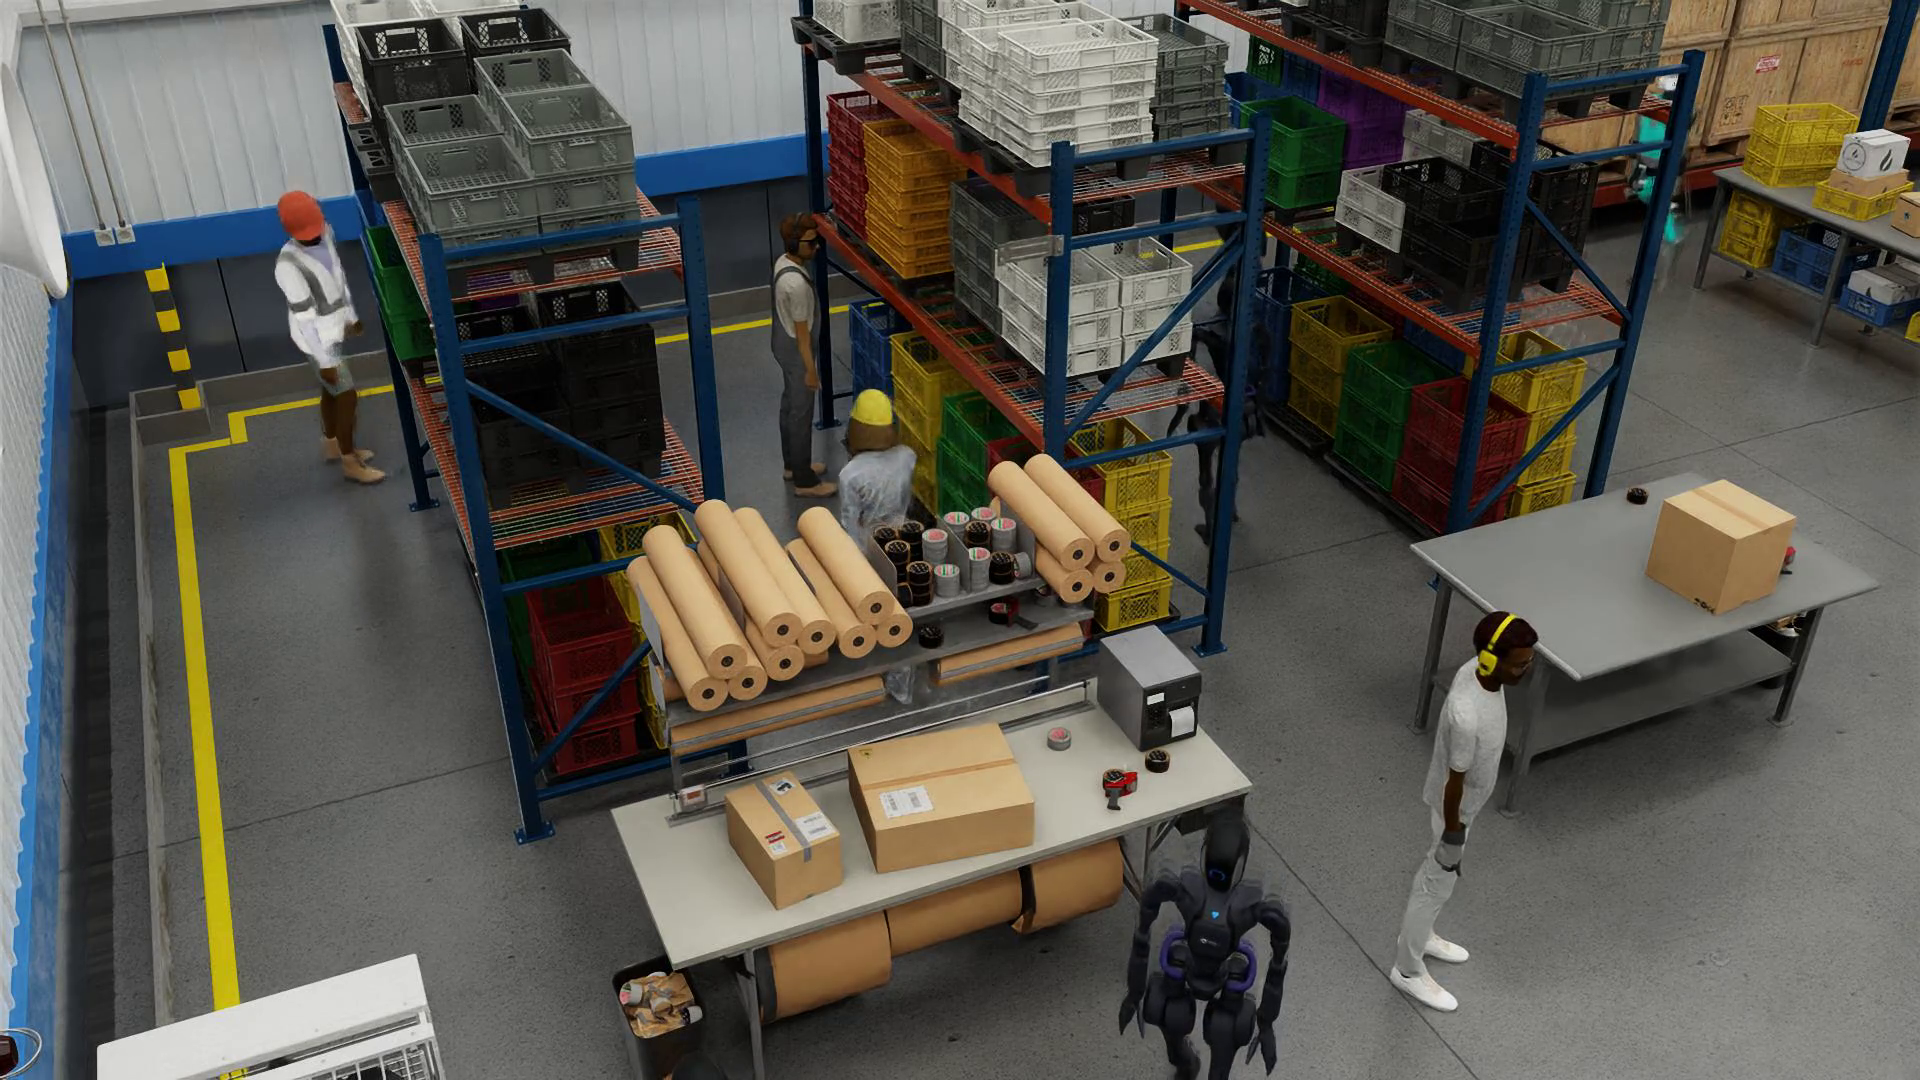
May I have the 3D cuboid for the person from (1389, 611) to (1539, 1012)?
[{"bbox_3d":[2.024,1.072,6.707,0.311,1.864,0.526,13,34,21],"label":"person"}]

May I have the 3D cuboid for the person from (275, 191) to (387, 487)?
[{"bbox_3d":[-3.985,-1.270,10.390,0.450,1.992,0.657,-2,32,-3],"label":"person"}]

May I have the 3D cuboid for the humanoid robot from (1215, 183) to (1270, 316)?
[{"bbox_3d":[2.132,-2.429,12.574,0.310,1.653,0.609,-15,35,-23],"label":"humanoid robot"}]

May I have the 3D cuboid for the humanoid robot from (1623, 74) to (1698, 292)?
[{"bbox_3d":[5.598,-2.772,13.154,0.723,1.880,0.533,-15,35,-23],"label":"humanoid robot"}]

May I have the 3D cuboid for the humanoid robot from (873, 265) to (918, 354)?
[{"bbox_3d":[-0.404,-2.094,11.958,0.728,1.769,0.536,6,32,9],"label":"humanoid robot"}]

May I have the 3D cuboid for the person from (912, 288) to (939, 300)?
[{"bbox_3d":[-0.464,-2.577,12.770,0.737,1.720,0.644,-10,33,-16],"label":"person"}]

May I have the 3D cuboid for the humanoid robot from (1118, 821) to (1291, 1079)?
[{"bbox_3d":[0.875,1.647,6.002,0.592,1.623,0.791,8,33,13],"label":"humanoid robot"}]

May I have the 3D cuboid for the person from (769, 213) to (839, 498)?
[{"bbox_3d":[-0.989,-1.138,10.318,0.348,1.841,0.504,-9,33,-14],"label":"person"}]

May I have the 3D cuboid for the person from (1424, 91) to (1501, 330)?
[{"bbox_3d":[3.773,-2.361,12.270,0.612,1.873,0.756,-27,41,-37],"label":"person"}]

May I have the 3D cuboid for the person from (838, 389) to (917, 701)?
[{"bbox_3d":[-0.463,0.020,8.554,0.495,1.717,0.652,-22,38,-31],"label":"person"}]

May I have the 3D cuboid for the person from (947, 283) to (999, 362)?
[{"bbox_3d":[0.151,-1.932,11.631,0.636,1.832,0.432,-19,36,-28],"label":"person"}]

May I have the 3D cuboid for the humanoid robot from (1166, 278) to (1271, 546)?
[{"bbox_3d":[1.542,-0.753,9.853,0.596,1.646,0.365,-7,32,-11],"label":"humanoid robot"}]

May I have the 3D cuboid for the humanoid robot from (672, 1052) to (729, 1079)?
[{"bbox_3d":[-0.746,2.170,5.109,0.609,1.637,0.597,-23,39,-33],"label":"humanoid robot"}]

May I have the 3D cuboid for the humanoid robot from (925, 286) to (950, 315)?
[{"bbox_3d":[-0.033,-2.073,12.004,0.762,1.853,0.530,-22,38,-31],"label":"humanoid robot"}]
